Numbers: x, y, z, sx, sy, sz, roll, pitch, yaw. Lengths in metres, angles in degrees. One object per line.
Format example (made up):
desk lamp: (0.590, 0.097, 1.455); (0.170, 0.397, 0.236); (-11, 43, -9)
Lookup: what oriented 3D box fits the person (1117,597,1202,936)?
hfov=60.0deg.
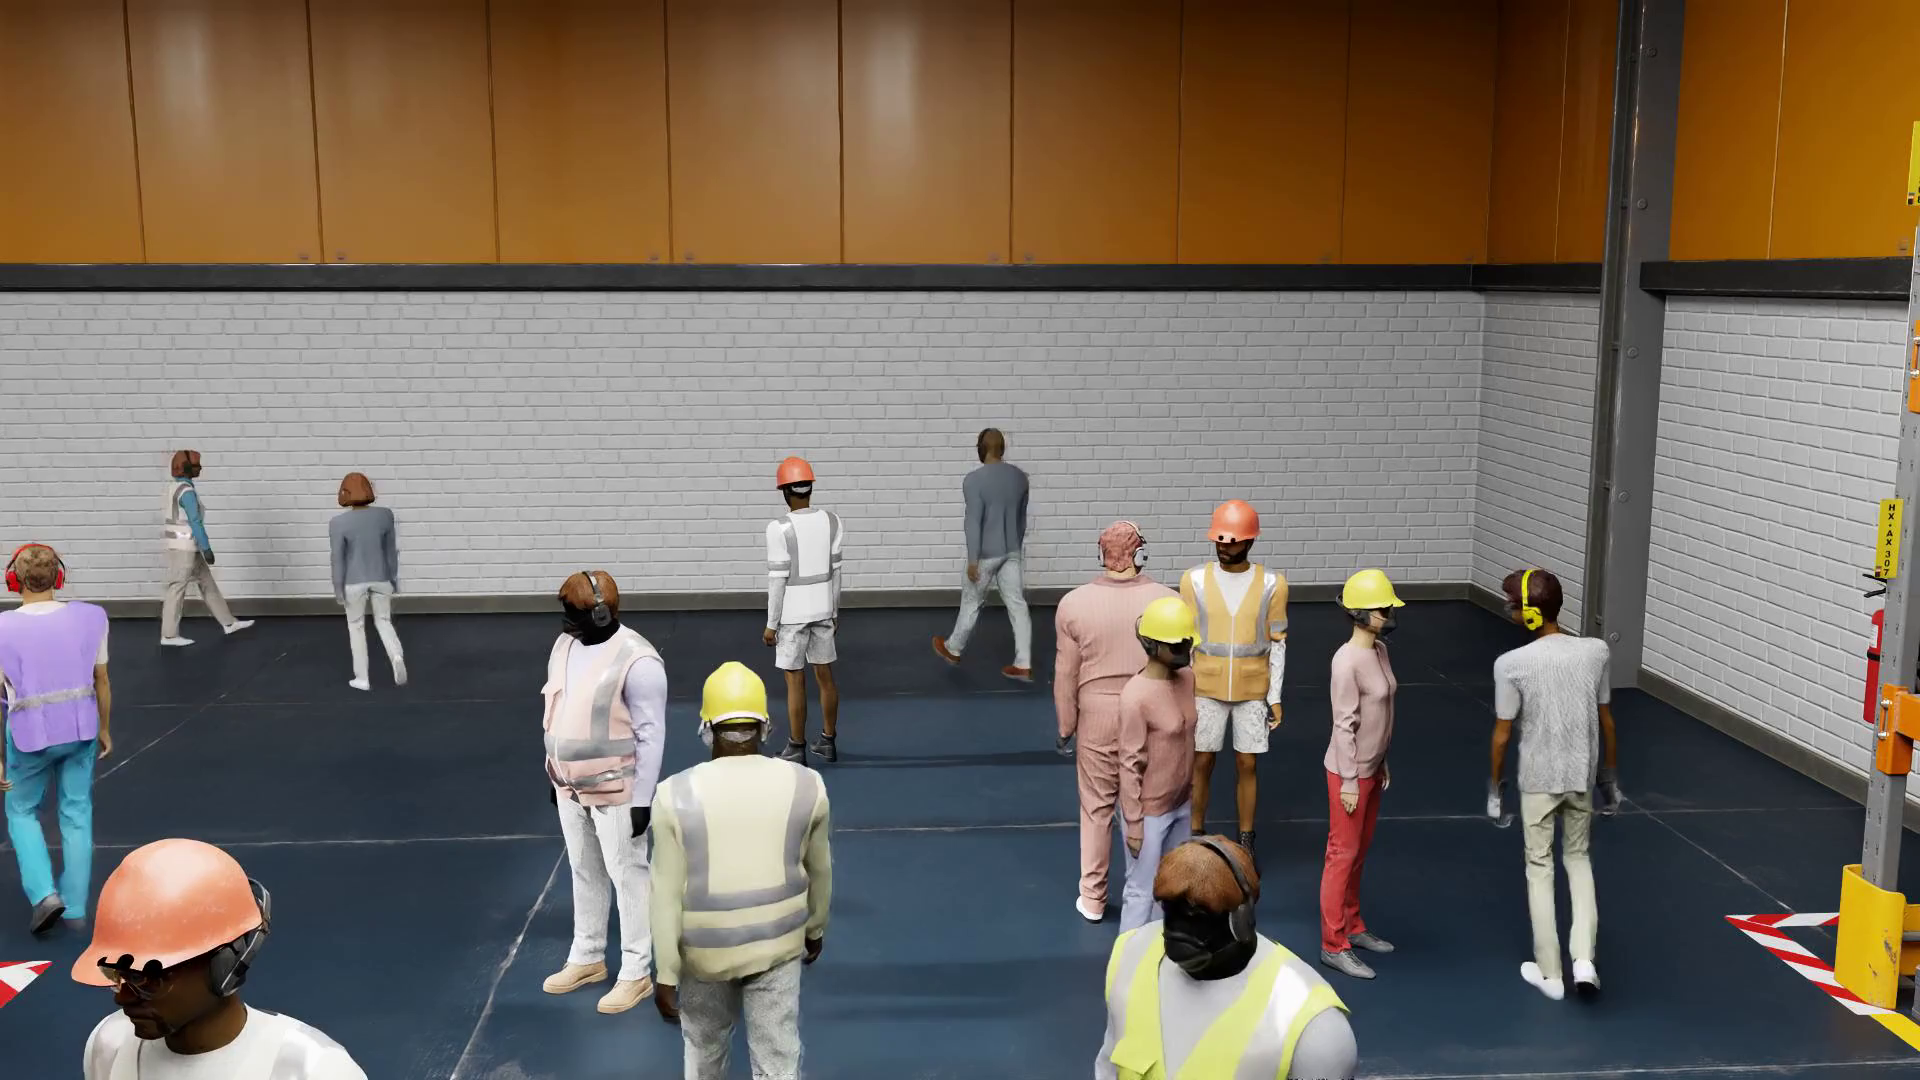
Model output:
person: (0.826, 1.089, 6.776); (0.326, 1.760, 0.527); (7, 11, 36)

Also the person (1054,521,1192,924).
person: (0.761, 0.855, 7.788); (0.637, 1.904, 0.403); (1, 9, 5)

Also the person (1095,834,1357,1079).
person: (0.555, 1.536, 3.734); (0.644, 1.834, 0.430); (8, 12, 42)

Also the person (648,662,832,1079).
person: (-0.727, 1.279, 5.451); (0.617, 1.791, 0.883); (-3, 10, -18)

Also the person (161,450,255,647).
person: (-6.223, 0.062, 13.666); (0.807, 1.599, 0.545); (-5, 11, -31)

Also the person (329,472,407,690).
person: (-4.284, 0.314, 12.048); (0.516, 1.616, 0.566); (-8, 12, -41)

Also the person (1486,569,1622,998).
person: (2.468, 1.029, 6.898); (0.586, 1.844, 0.458); (-1, 9, -6)

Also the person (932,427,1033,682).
person: (0.210, 0.091, 12.622); (0.664, 1.885, 1.018); (-7, 12, -38)

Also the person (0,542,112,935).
person: (-4.167, 0.918, 7.623); (0.565, 1.830, 0.450); (-8, 12, -42)

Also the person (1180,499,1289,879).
person: (1.360, 0.750, 8.342); (0.547, 1.934, 0.375); (1, 9, 9)

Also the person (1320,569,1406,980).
person: (1.760, 1.003, 7.272); (0.305, 1.772, 0.525); (5, 10, 29)

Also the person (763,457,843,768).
person: (-0.981, 0.450, 10.247); (0.543, 1.928, 0.374); (-8, 12, -40)

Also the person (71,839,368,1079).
person: (-1.372, 1.533, 3.082); (0.615, 2.041, 0.391); (3, 10, 18)

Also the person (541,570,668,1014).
person: (-1.498, 1.028, 6.902); (0.619, 1.839, 0.430); (7, 11, 38)
